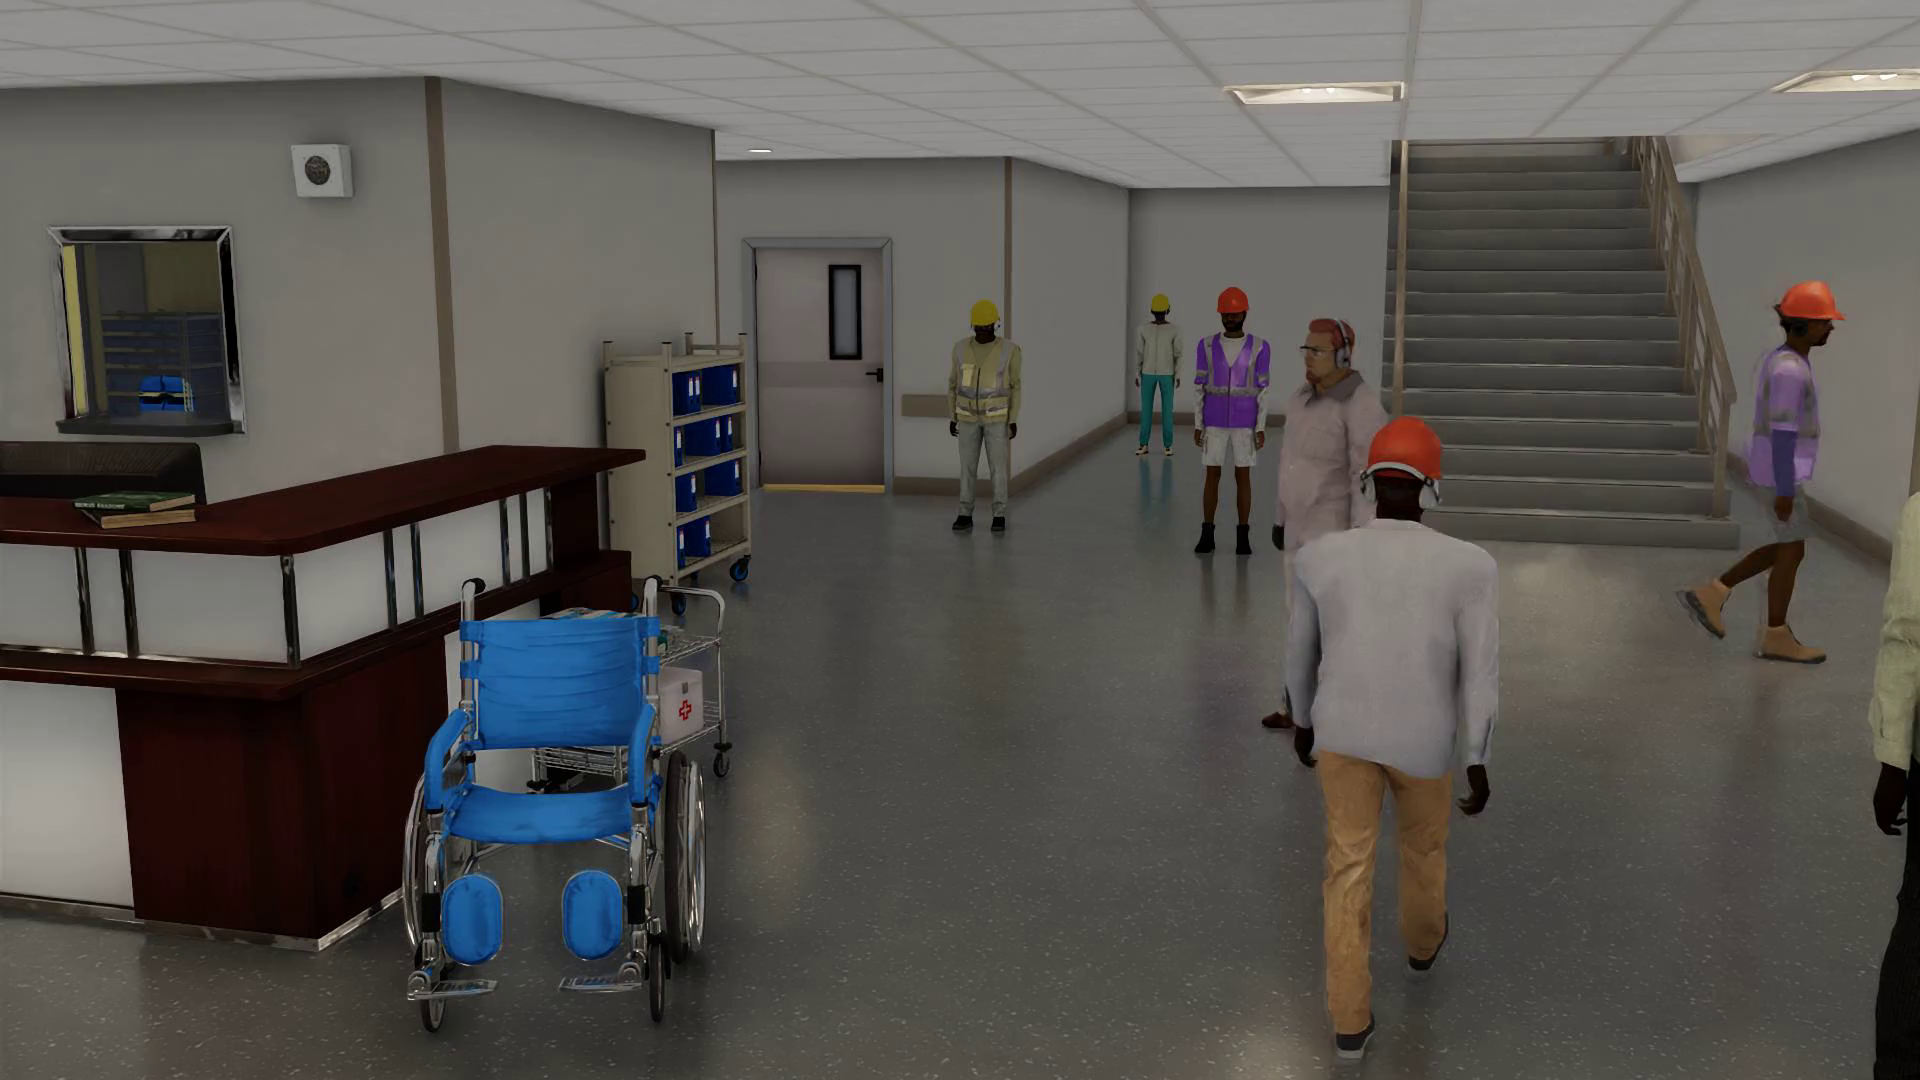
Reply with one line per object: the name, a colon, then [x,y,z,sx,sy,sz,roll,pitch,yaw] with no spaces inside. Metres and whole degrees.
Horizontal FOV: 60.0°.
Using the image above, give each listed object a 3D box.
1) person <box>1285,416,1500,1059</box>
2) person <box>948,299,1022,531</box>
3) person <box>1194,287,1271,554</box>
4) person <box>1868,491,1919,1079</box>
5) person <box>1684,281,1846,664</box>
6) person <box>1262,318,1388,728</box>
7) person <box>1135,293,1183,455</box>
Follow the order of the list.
person: [1.211,0.508,4.671,0.594,1.705,0.869,4,10,22]
person: [0.182,-0.979,13.113,0.586,1.825,0.403,2,10,14]
person: [1.961,-0.858,12.069,0.542,1.938,0.357,2,10,14]
person: [2.415,0.516,3.806,0.608,1.995,0.377,2,10,14]
person: [4.309,-0.357,8.850,0.607,2.026,0.621,4,10,23]
person: [1.737,-0.088,7.695,0.733,1.881,0.652,-3,10,-18]
person: [2.157,-1.796,18.112,0.522,1.763,0.320,2,10,14]
